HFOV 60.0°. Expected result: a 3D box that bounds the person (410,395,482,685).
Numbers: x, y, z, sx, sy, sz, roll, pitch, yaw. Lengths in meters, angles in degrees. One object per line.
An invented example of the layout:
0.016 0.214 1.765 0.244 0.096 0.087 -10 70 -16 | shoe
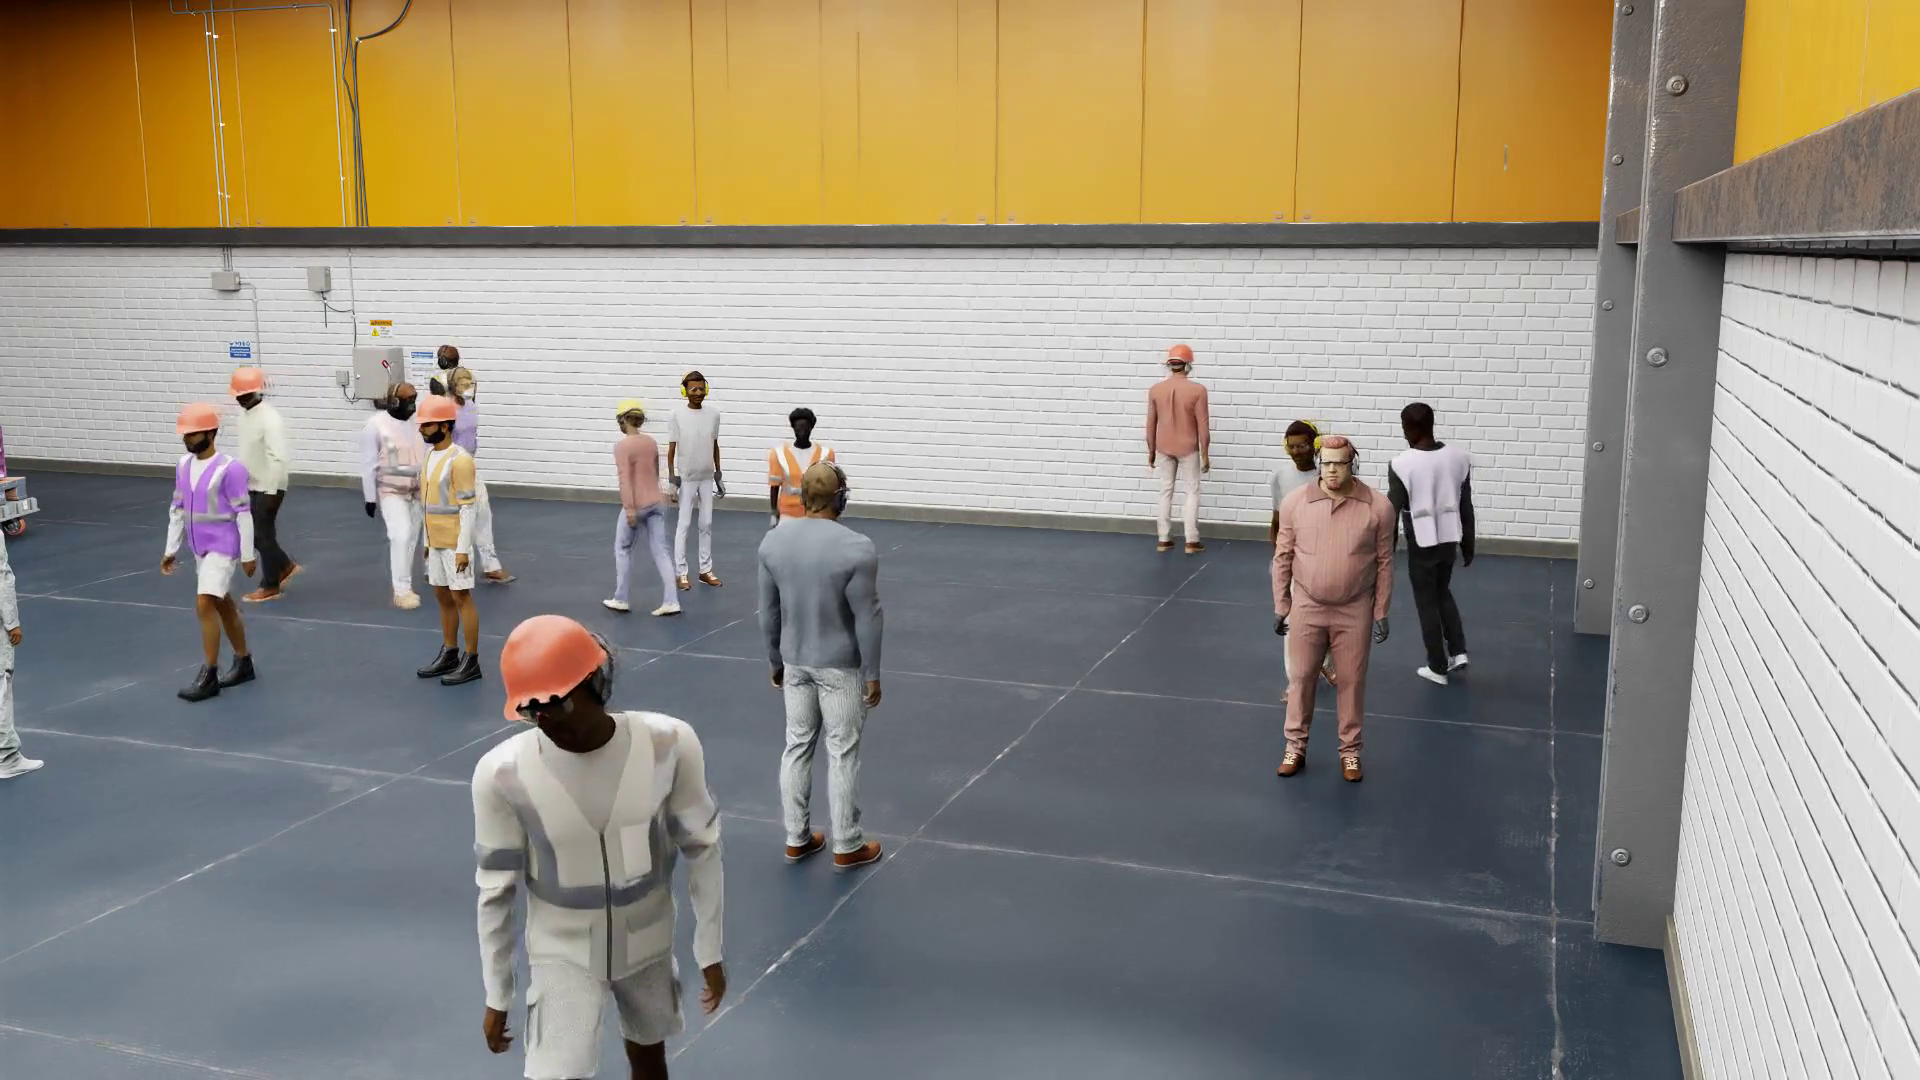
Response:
-3.443 -0.001 11.119 0.546 1.938 0.360 9 14 43 | person

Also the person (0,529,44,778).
-5.392 0.447 9.139 0.485 1.745 0.296 1 10 6 | person

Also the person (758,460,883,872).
-0.641 0.589 7.801 0.651 1.937 0.372 5 11 27 | person

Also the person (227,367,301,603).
-5.704 -0.445 13.570 0.686 1.952 0.533 9 14 42 | person

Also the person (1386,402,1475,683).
3.122 0.028 11.095 0.626 1.890 0.441 -3 11 -18 | person

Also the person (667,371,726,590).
-2.248 -0.510 14.201 0.533 1.860 0.310 -7 12 -35 | person

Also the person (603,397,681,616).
-2.540 -0.254 13.142 0.804 1.719 0.545 6 12 33 | person

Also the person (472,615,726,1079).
-0.983 1.145 4.563 0.668 1.966 0.885 -4 11 -19 | person

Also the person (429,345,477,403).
-5.556 -1.207 18.172 0.429 1.847 0.627 5 11 24 | person

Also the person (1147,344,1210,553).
2.089 -0.871 15.858 0.630 1.991 0.400 6 12 29 | person

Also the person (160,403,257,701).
-4.944 0.073 10.788 0.555 1.907 0.816 6 12 31 | person

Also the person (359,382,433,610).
-4.441 -0.358 13.444 0.677 1.820 0.649 7 12 33 | person

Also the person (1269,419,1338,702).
2.283 0.109 10.824 0.540 1.834 0.669 3 11 18 | person

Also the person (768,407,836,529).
-1.226 -0.208 12.977 0.528 1.683 0.382 -2 10 -11 | person

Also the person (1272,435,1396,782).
2.028 0.376 9.084 0.652 1.906 0.403 3 10 15 | person

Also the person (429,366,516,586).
-4.187 -0.523 14.153 0.890 1.899 0.645 3 11 18 | person
